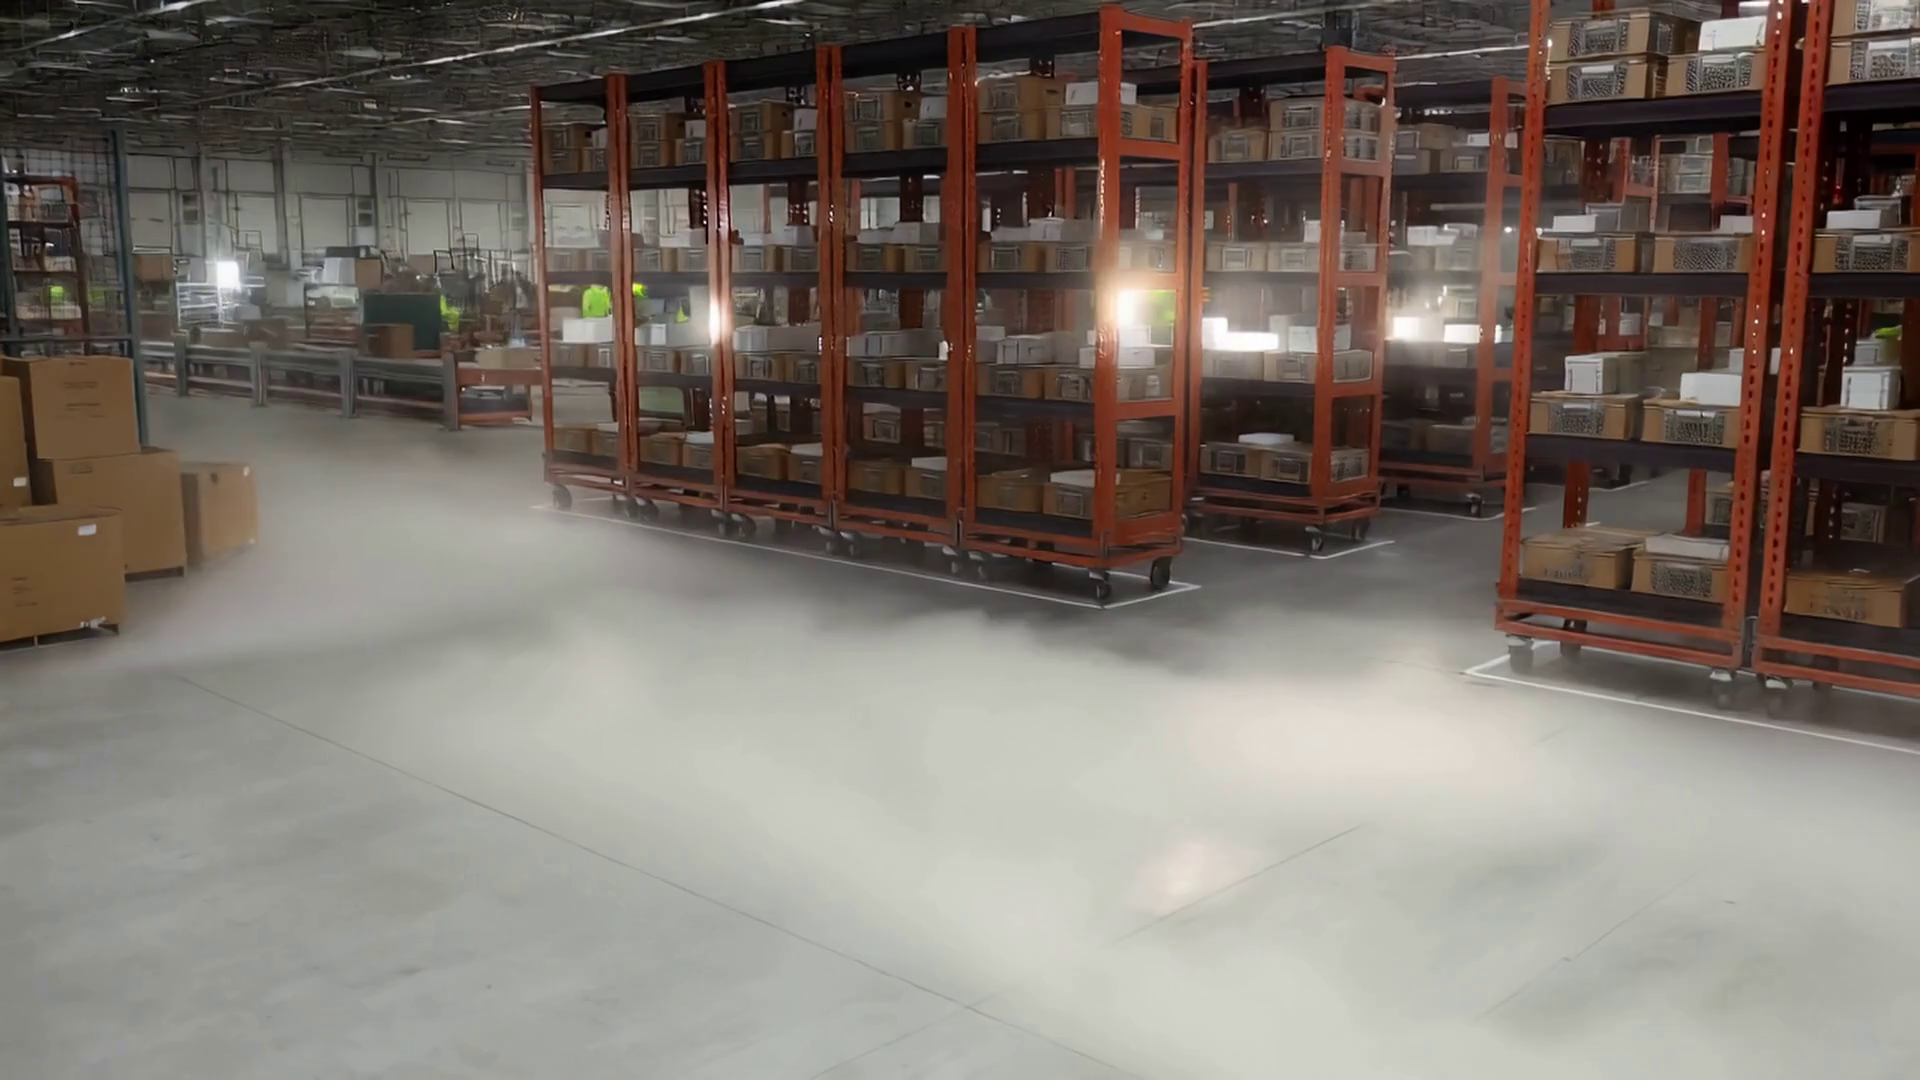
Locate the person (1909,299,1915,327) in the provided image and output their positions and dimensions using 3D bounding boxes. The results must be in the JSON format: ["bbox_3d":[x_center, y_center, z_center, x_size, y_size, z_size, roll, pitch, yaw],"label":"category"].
[{"bbox_3d":[12.261,-2.377,21.287,0.472,1.980,0.646,3,10,20],"label":"person"}]

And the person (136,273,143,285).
[{"bbox_3d":[-42.610,-12.932,86.414,0.624,1.845,0.430,6,11,33],"label":"person"}]

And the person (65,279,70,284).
[{"bbox_3d":[-41.520,-11.441,77.215,0.494,1.857,0.552,-1,9,-3],"label":"person"}]

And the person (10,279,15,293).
[{"bbox_3d":[-36.961,-9.367,64.856,0.294,1.744,0.485,-2,10,-14],"label":"person"}]

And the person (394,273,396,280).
[{"bbox_3d":[-29.707,-13.126,87.518,1.015,1.873,0.585,1,9,6],"label":"person"}]

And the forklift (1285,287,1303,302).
[{"bbox_3d":[10.769,-8.203,54.240,1.129,2.768,1.873,8,12,42],"label":"forklift"}]

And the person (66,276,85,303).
[{"bbox_3d":[-29.180,-7.860,54.950,0.602,1.960,0.368,-5,10,-27],"label":"person"}]

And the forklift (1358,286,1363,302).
[{"bbox_3d":[11.100,-7.017,46.970,1.873,2.768,1.129,9,13,43],"label":"forklift"}]

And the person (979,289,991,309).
[{"bbox_3d":[0.779,-7.937,55.575,0.808,1.920,0.556,7,12,37],"label":"person"}]

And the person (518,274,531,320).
[{"bbox_3d":[-17.522,-9.784,67.007,0.524,1.876,0.325,-6,11,-33],"label":"person"}]

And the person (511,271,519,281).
[{"bbox_3d":[-22.910,-12.915,85.698,1.040,2.000,0.687,-4,10,-25],"label":"person"}]

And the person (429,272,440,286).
[{"bbox_3d":[-27.097,-12.896,85.922,0.646,1.929,0.536,-7,12,-37],"label":"person"}]

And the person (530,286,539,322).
[{"bbox_3d":[-16.080,-9.164,63.695,0.917,1.718,0.538,-8,12,-41],"label":"person"}]

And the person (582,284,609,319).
[{"bbox_3d":[-8.120,-4.907,37.134,0.653,1.871,0.959,-8,12,-39],"label":"person"}]

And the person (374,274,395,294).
[{"bbox_3d":[-11.622,-4.369,33.459,0.633,1.986,1.049,5,11,30],"label":"person"}]

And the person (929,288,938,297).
[{"bbox_3d":[-0.940,-8.279,58.055,0.908,1.795,0.593,6,11,32],"label":"person"}]
